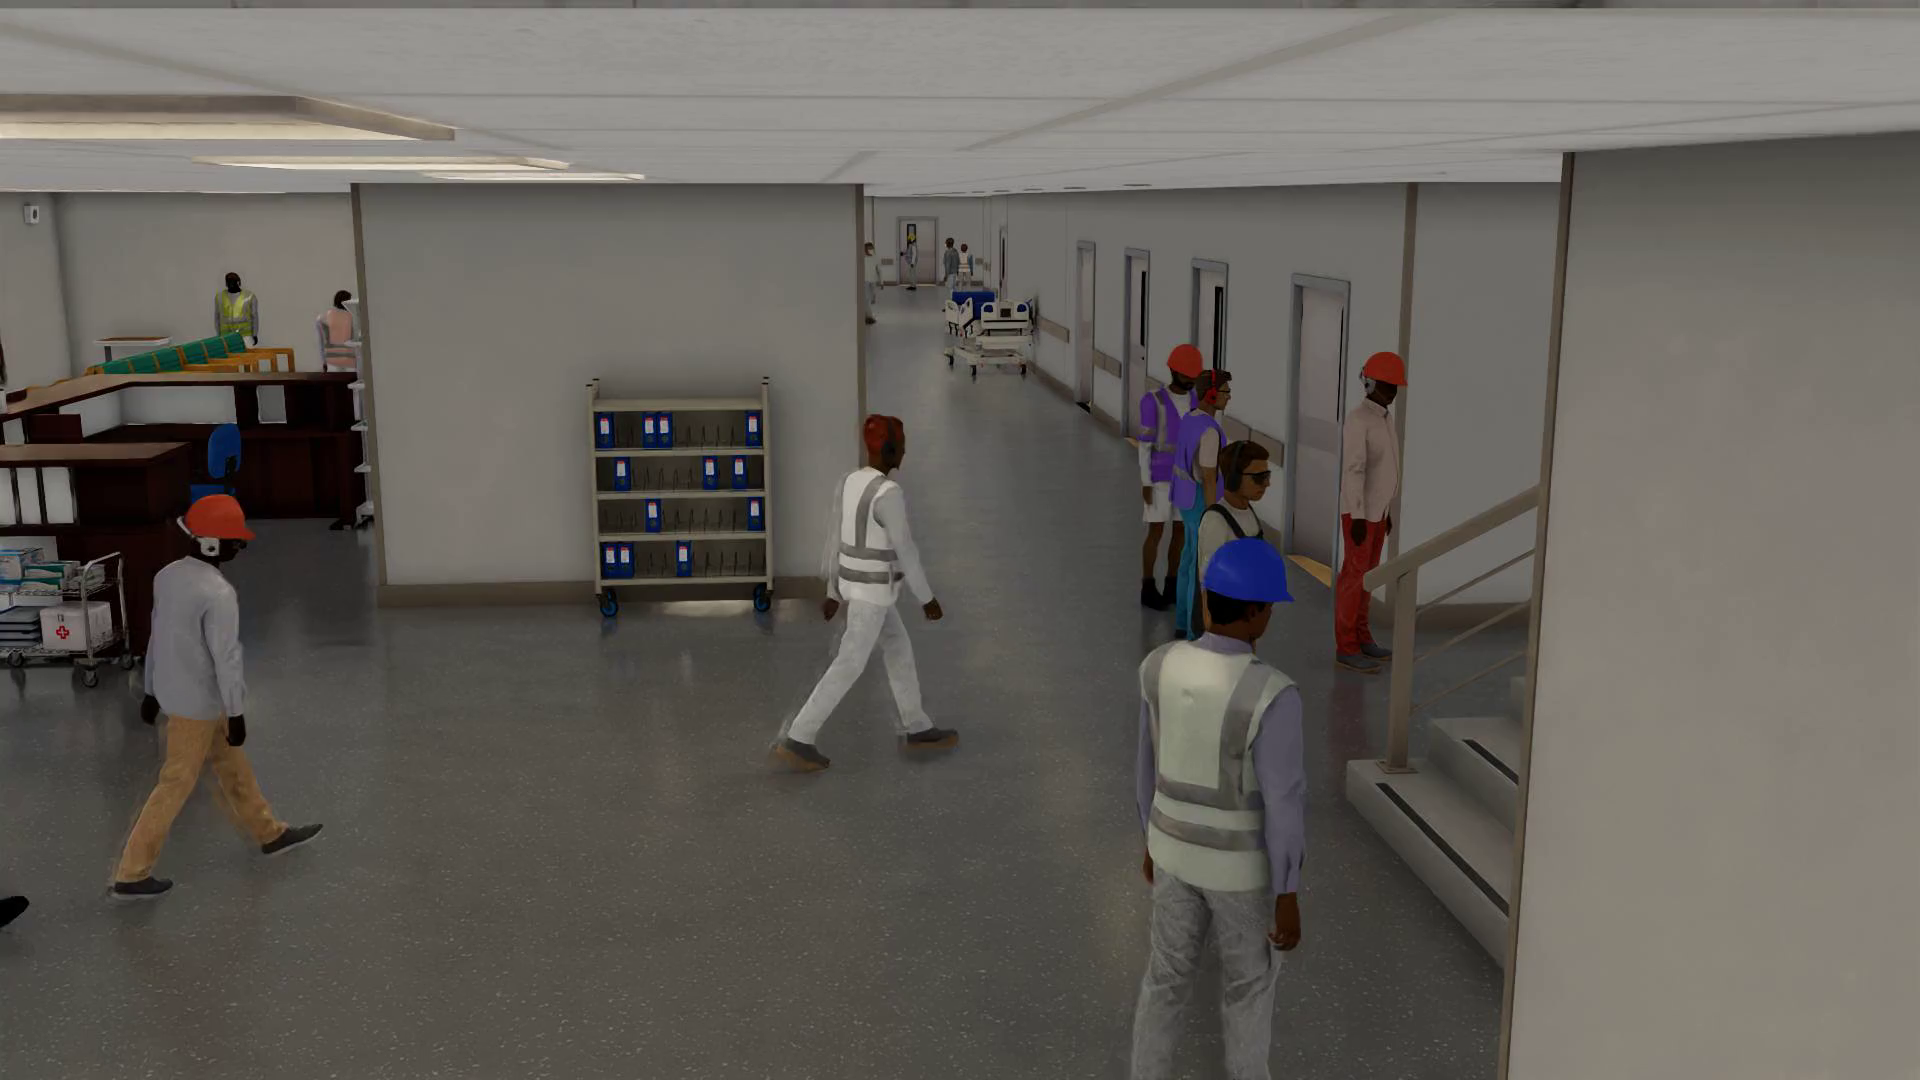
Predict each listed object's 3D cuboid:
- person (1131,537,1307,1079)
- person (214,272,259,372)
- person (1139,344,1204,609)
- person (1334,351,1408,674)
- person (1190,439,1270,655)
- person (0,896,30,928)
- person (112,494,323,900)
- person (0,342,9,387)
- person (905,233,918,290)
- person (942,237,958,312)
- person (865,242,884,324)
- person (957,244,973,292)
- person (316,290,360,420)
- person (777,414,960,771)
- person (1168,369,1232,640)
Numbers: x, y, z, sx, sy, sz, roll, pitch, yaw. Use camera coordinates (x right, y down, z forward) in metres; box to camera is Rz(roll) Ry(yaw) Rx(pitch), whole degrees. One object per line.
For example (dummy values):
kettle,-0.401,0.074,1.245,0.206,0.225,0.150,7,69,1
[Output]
person,0.783,0.945,5.031,0.454,1.947,0.622,-10,15,-39
person,-10.805,-3.070,24.858,0.624,1.844,0.429,-2,12,-11
person,1.535,-0.442,11.835,0.560,1.908,0.446,-6,13,-28
person,2.563,-0.180,10.367,0.392,1.988,0.609,7,14,31
person,1.241,0.445,7.683,0.338,1.838,0.514,6,13,28
person,-4.297,0.662,6.523,1.016,1.882,0.552,-1,12,-7
person,-3.243,0.646,7.070,0.614,1.685,0.915,11,16,44
person,-11.631,-2.033,19.751,0.584,1.865,0.343,-8,14,-34
person,-1.572,-9.045,54.072,0.404,1.833,0.589,-2,12,-9
person,-0.257,-6.948,43.564,0.372,1.940,0.632,5,12,21
person,-2.079,-6.040,39.194,0.662,1.905,0.885,-7,14,-32
person,0.131,-7.823,48.574,0.514,1.640,0.310,2,12,10
person,-7.691,-2.214,20.771,0.623,1.809,0.885,-2,12,-9
person,-0.508,0.267,8.600,1.025,1.837,0.576,-4,12,-19
person,1.569,-0.199,10.847,0.392,1.837,0.560,-1,12,-6
